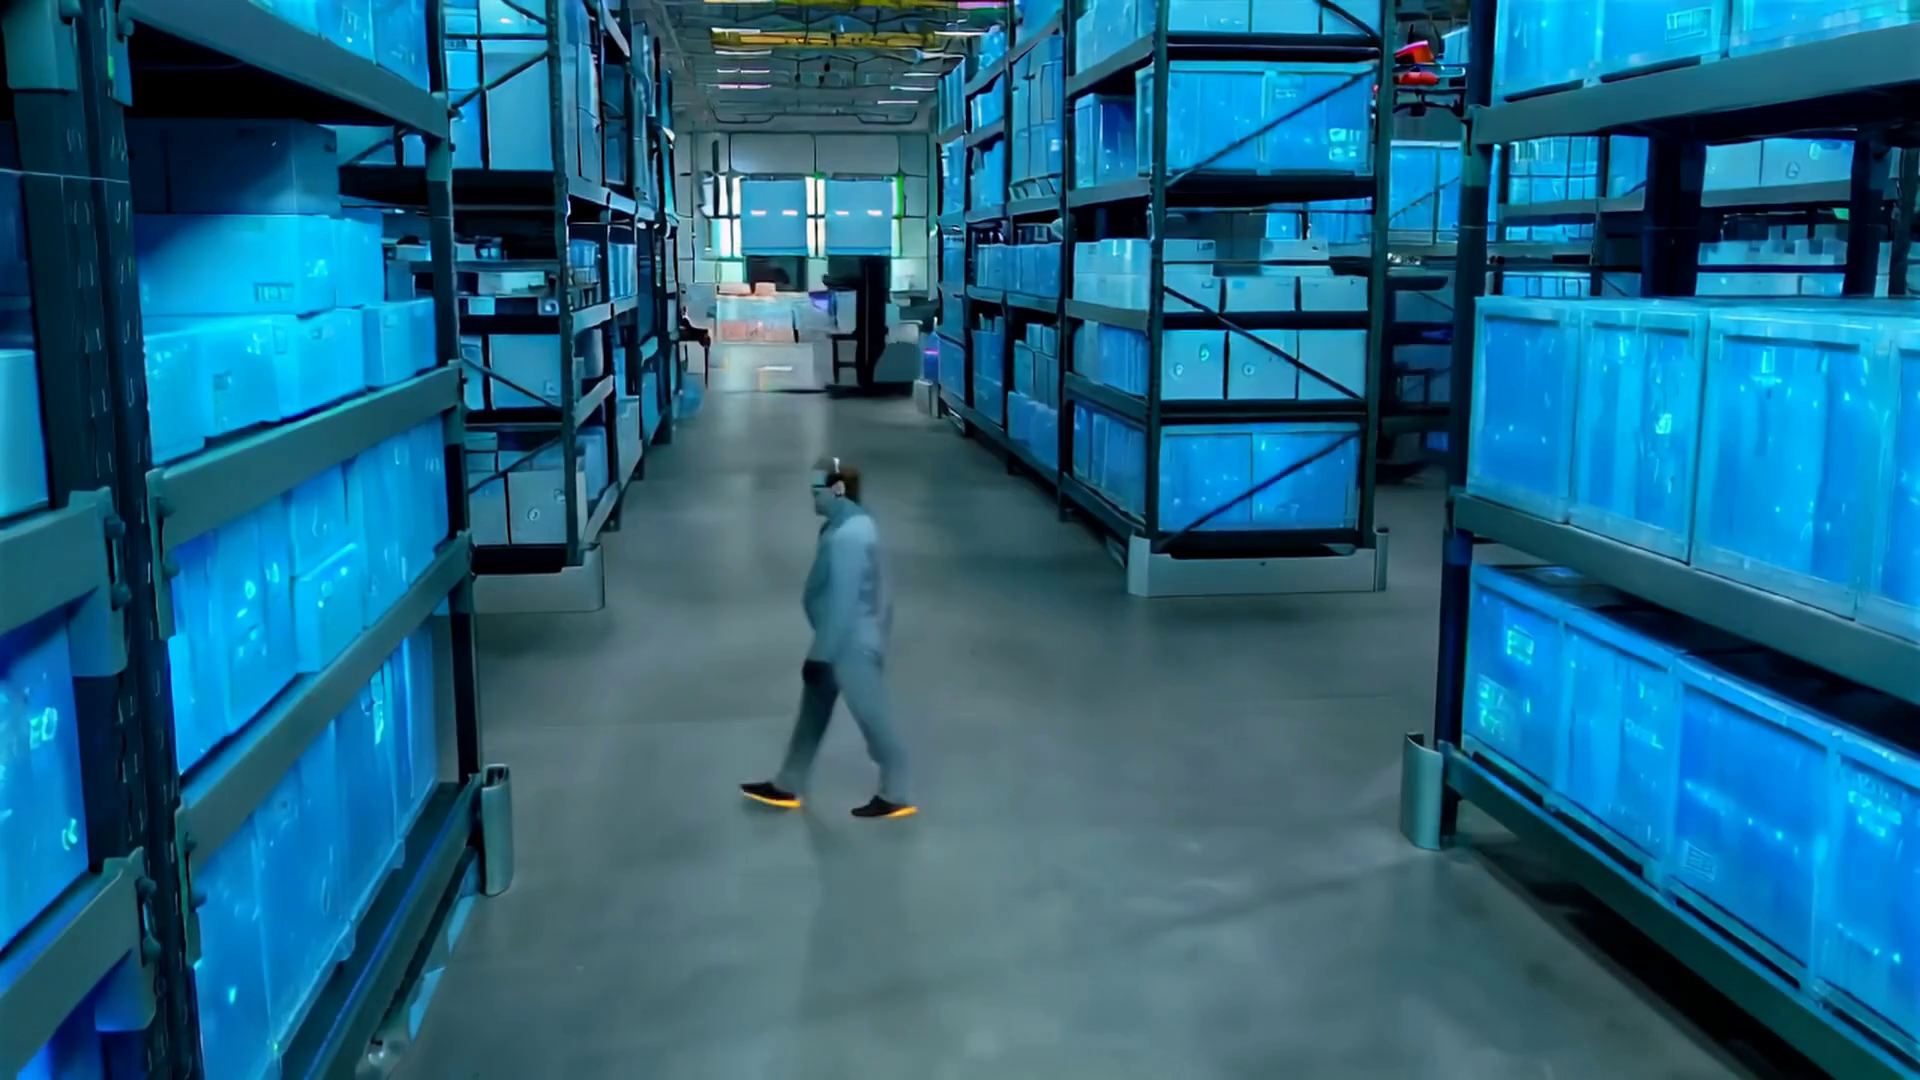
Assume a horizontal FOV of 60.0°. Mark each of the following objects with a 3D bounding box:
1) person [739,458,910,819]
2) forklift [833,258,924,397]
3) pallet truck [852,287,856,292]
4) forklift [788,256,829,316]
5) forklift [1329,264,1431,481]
[{"bbox_3d":[-0.696,0.517,8.477,0.947,1.862,0.663,-1,10,-5],"label":"person"},{"bbox_3d":[-1.699,-4.355,33.920,1.873,2.768,1.129,-1,10,-7],"label":"forklift"},{"bbox_3d":[-3.782,-9.391,65.808,1.885,1.965,0.823,2,10,10],"label":"pallet truck"},{"bbox_3d":[-5.680,-8.637,58.848,1.873,2.768,1.129,4,11,24],"label":"forklift"},{"bbox_3d":[4.977,-2.179,21.250,1.873,2.768,1.129,-1,10,-4],"label":"forklift"}]
